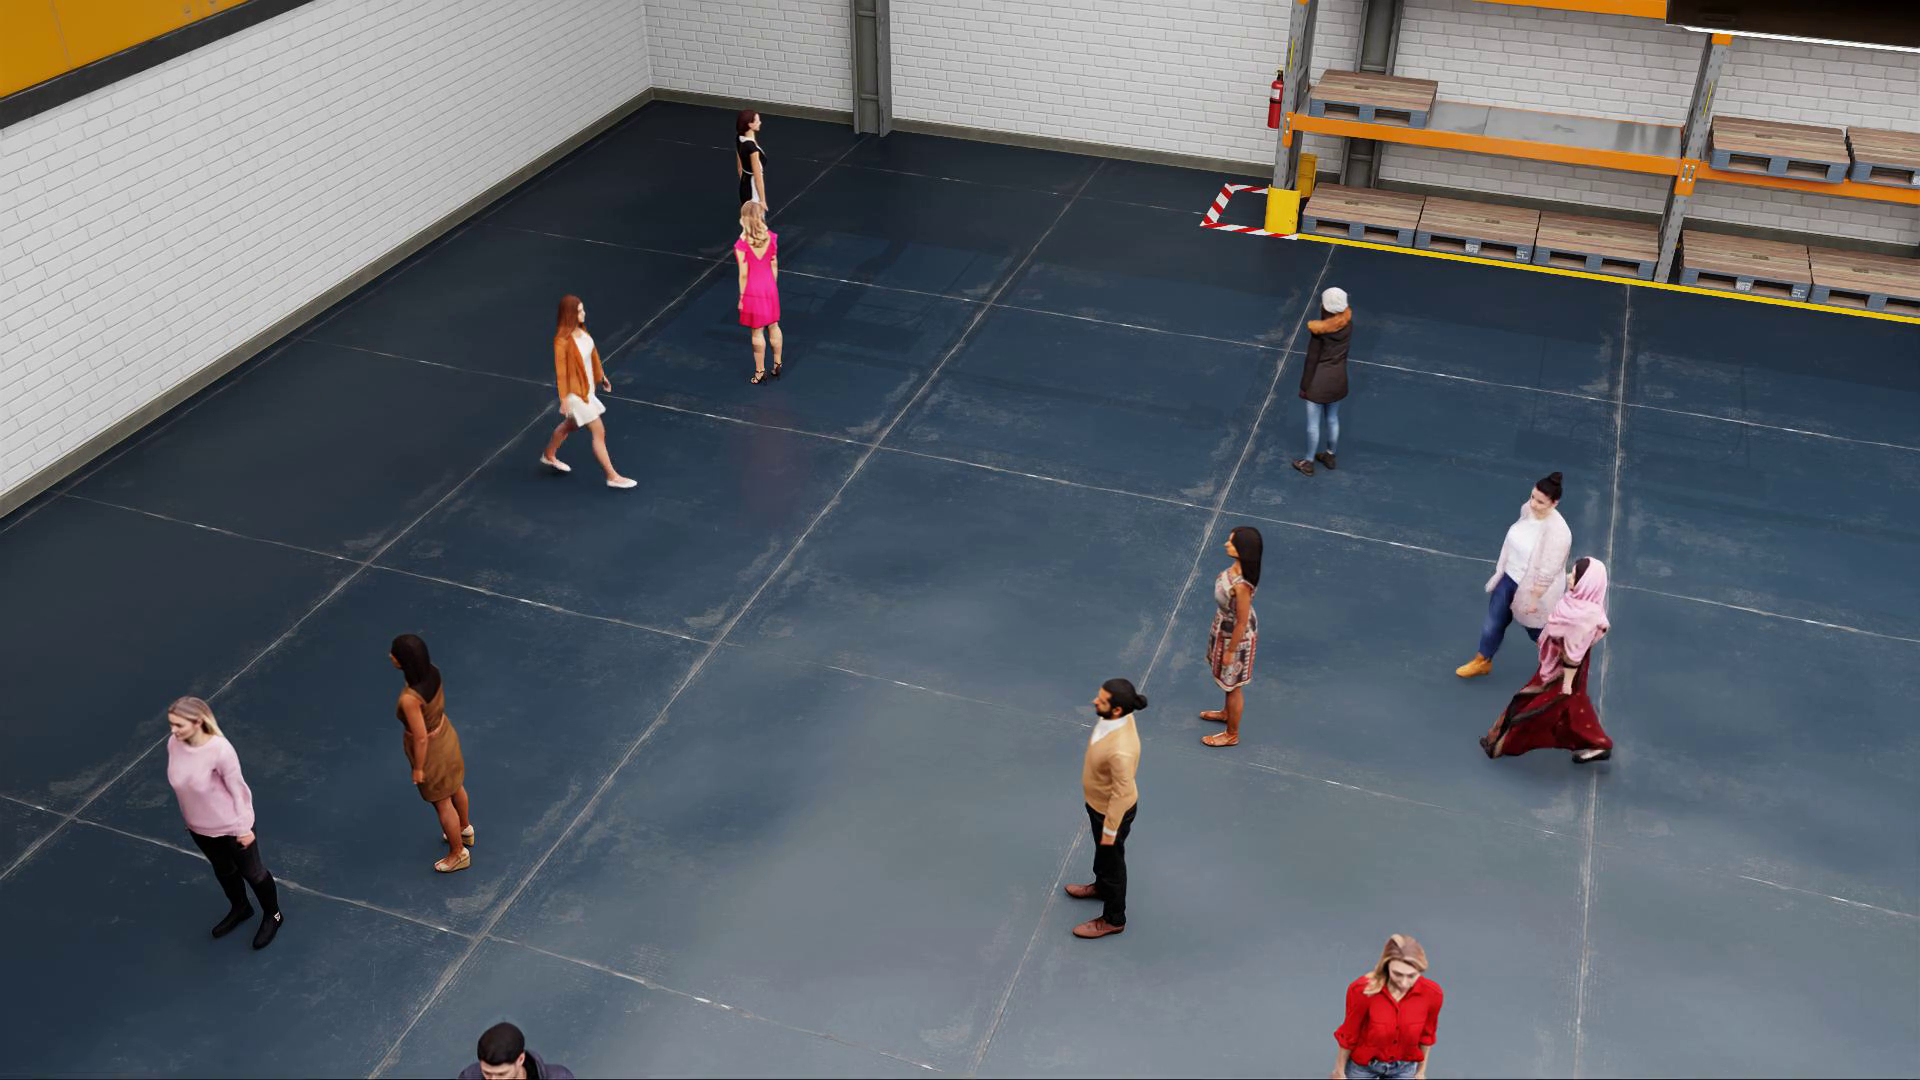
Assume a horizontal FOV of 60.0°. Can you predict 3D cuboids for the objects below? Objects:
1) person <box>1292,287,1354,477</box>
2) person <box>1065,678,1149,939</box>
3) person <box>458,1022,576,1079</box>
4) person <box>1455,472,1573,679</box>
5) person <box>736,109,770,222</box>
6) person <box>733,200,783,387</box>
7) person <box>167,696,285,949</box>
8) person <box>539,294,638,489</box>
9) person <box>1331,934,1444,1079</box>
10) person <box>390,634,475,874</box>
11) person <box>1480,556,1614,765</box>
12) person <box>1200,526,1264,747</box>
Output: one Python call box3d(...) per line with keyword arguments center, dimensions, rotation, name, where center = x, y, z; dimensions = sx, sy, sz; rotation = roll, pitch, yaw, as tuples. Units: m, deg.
box3d(center=(2.986, -1.299, 13.565), dimensions=(0.724, 1.632, 0.771), rotation=(-18, 38, -25), name="person")
box3d(center=(0.837, 1.471, 9.287), dimensions=(0.735, 1.755, 0.743), rotation=(-2, 34, -4), name="person")
box3d(center=(-1.860, 2.738, 7.257), dimensions=(0.649, 1.892, 0.813), rotation=(-1, 34, -2), name="person")
box3d(center=(3.907, 0.293, 11.108), dimensions=(1.193, 1.701, 1.018), rotation=(-6, 34, -8), name="person")
box3d(center=(-2.065, -3.422, 16.612), dimensions=(0.713, 1.795, 0.635), rotation=(-17, 37, -24), name="person")
box3d(center=(-1.789, -2.205, 14.842), dimensions=(0.664, 1.728, 0.692), rotation=(-24, 40, -31), name="person")
box3d(center=(-4.101, 1.544, 9.237), dimensions=(0.471, 1.688, 0.658), rotation=(10, 35, 15), name="person")
box3d(center=(-3.146, -1.200, 13.372), dimensions=(1.159, 1.682, 0.776), rotation=(5, 34, 7), name="person")
box3d(center=(1.983, 2.467, 7.835), dimensions=(0.565, 1.703, 0.742), rotation=(0, 34, 0), name="person")
box3d(center=(-3.074, 1.233, 9.704), dimensions=(0.620, 1.690, 0.629), rotation=(-1, 34, -1), name="person")
box3d(center=(3.871, 0.792, 10.444), dimensions=(1.037, 1.604, 0.686), rotation=(14, 36, 20), name="person")
box3d(center=(1.770, 0.604, 10.690), dimensions=(0.617, 1.645, 0.699), rotation=(3, 34, 5), name="person")
